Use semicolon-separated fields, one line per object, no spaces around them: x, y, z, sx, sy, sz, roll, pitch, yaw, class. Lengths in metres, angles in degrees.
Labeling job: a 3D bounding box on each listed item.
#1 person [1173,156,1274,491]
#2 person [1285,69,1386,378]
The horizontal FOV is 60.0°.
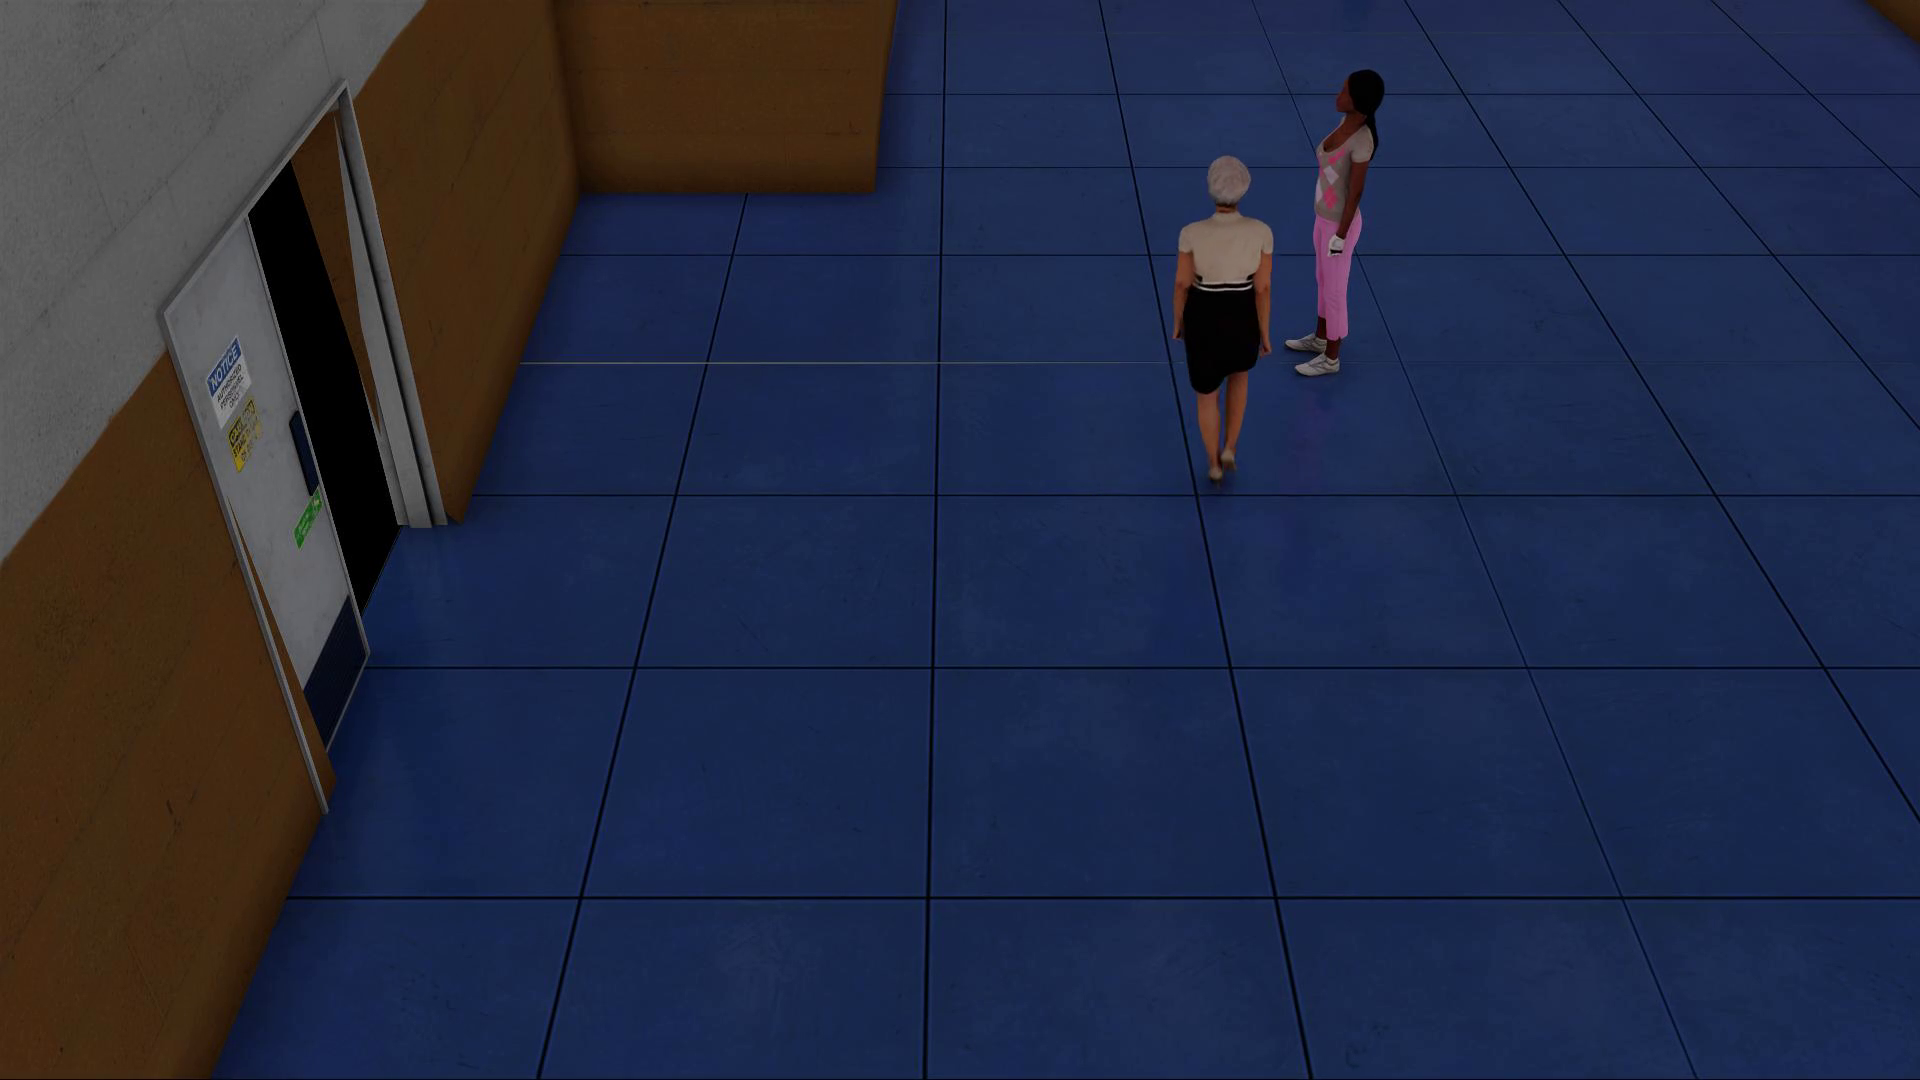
1.260;-0.960;8.046;0.610;1.734;0.726;5;37;6;person
2.059;-1.720;9.052;0.510;1.741;0.563;-1;37;-1;person
